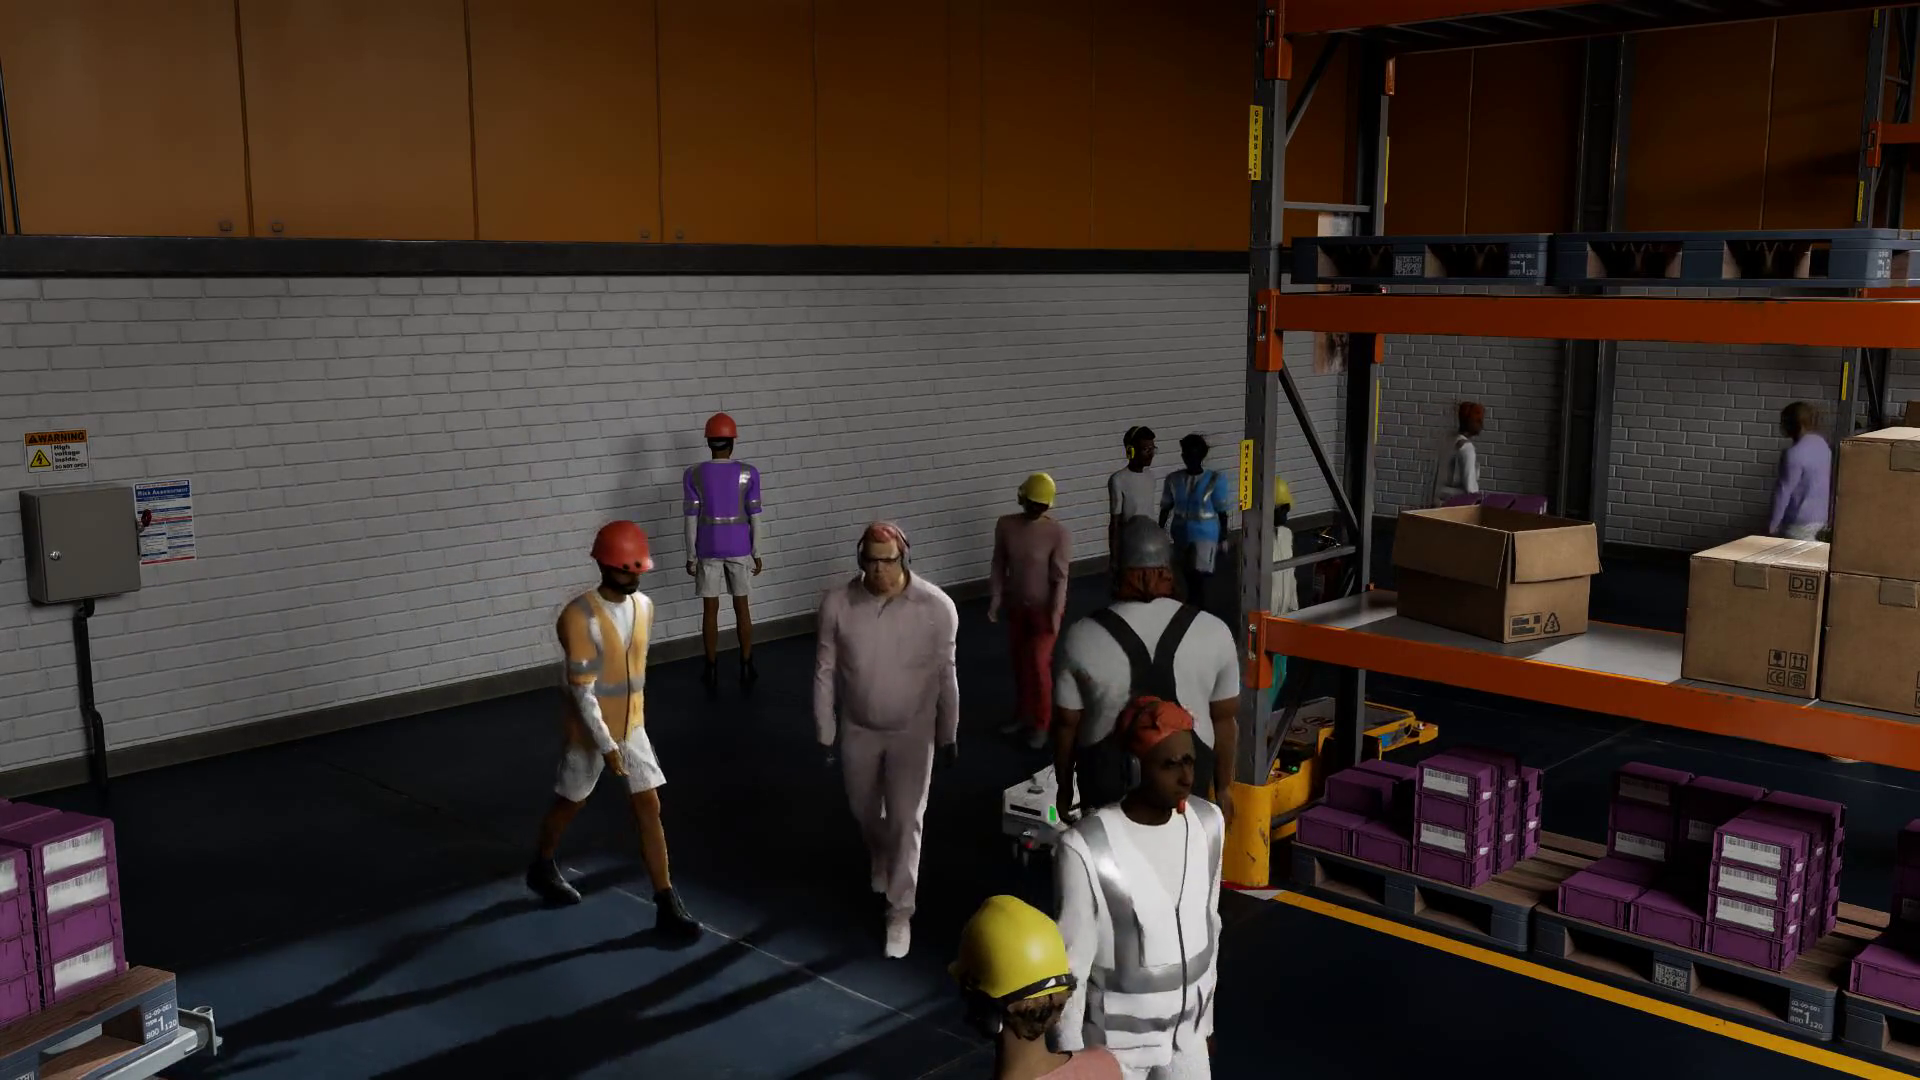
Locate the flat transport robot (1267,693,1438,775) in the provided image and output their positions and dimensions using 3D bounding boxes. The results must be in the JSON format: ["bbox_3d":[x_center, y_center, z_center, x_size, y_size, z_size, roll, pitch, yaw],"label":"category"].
[{"bbox_3d":[2.236,1.177,10.110,1.431,0.197,0.652,-8,13,-42],"label":"flat transport robot"}]

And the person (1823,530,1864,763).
[{"bbox_3d":[5.375,0.412,9.992,0.430,1.845,0.619,1,9,8],"label":"person"}]

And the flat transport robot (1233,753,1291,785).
[{"bbox_3d":[1.132,1.326,9.191,1.431,0.197,0.652,-7,12,-37],"label":"flat transport robot"}]

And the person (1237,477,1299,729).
[{"bbox_3d":[1.851,0.495,9.824,0.407,1.751,0.552,8,12,40],"label":"person"}]

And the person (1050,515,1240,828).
[{"bbox_3d":[0.692,0.897,6.412,0.711,2.000,0.535,0,9,-2],"label":"person"}]

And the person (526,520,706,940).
[{"bbox_3d":[-1.611,0.818,7.467,1.066,1.878,0.533,7,12,37],"label":"person"}]

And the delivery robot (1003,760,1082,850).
[{"bbox_3d":[0.523,1.286,8.286,0.477,0.478,0.707,7,11,37],"label":"delivery robot"}]

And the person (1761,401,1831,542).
[{"bbox_3d":[6.531,-0.140,13.161,0.646,1.909,0.798,-9,13,-43],"label":"person"}]

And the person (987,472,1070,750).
[{"bbox_3d":[0.442,0.423,10.287,0.558,1.721,0.604,6,11,35],"label":"person"}]

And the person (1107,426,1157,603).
[{"bbox_3d":[1.225,0.126,11.693,0.314,1.860,0.505,9,13,43],"label":"person"}]

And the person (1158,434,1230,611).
[{"bbox_3d":[1.791,0.002,13.057,0.553,1.646,0.868,6,11,33],"label":"person"}]

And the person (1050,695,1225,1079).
[{"bbox_3d":[0.429,1.306,4.497,0.586,1.861,0.799,-7,11,-35],"label":"person"}]

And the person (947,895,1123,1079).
[{"bbox_3d":[0.104,1.551,3.242,0.533,1.767,0.326,-9,13,-44],"label":"person"}]

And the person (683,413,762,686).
[{"bbox_3d":[-1.684,0.066,11.829,0.551,1.933,0.371,-1,9,-9],"label":"person"}]

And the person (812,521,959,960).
[{"bbox_3d":[-0.329,0.817,7.466,0.654,1.864,0.940,1,9,8],"label":"person"}]

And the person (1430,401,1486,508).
[{"bbox_3d":[4.308,-0.259,14.131,0.938,1.835,0.625,0,9,0],"label":"person"}]
